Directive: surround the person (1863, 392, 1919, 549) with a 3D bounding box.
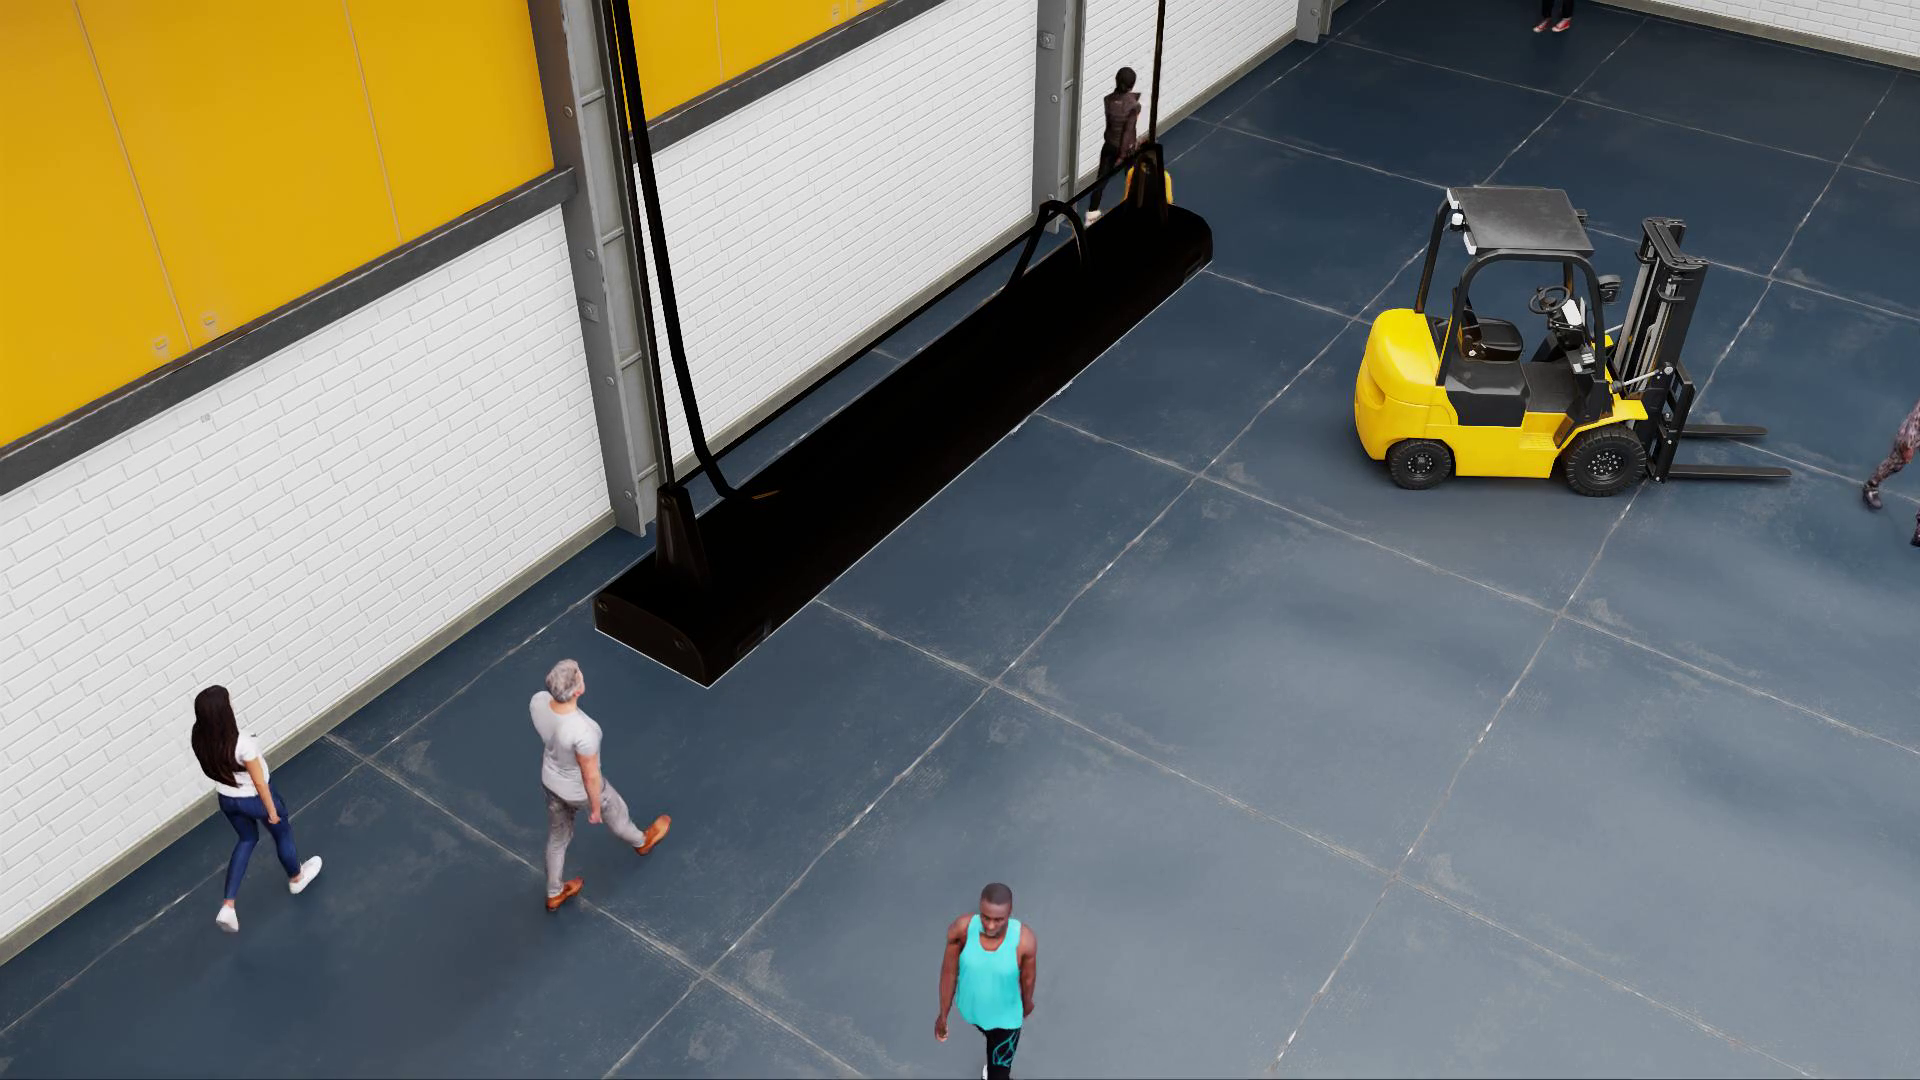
[{"bbox_3d":[7.242,-0.820,12.588,1.042,1.661,1.201,-1,39,-1],"label":"person"}]

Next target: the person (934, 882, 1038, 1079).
[{"bbox_3d":[0.177,2.319,8.567,0.835,1.773,1.206,12,40,15],"label":"person"}]

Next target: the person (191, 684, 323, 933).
[{"bbox_3d":[-4.141,1.554,9.538,0.775,1.758,1.059,13,41,16],"label":"person"}]

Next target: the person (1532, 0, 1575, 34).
[{"bbox_3d":[7.473,-7.066,20.360,0.898,1.721,0.753,-22,44,-25],"label":"person"}]

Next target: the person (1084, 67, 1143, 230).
[{"bbox_3d":[1.631,-3.935,16.492,1.091,1.655,0.561,24,44,27],"label":"person"}]

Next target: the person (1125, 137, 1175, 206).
[{"bbox_3d":[1.644,-2.749,14.977,0.691,1.694,1.217,18,42,21],"label":"person"}]

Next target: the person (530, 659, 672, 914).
[{"bbox_3d":[-2.298,1.475,9.620,0.729,1.778,1.132,25,45,28],"label":"person"}]
